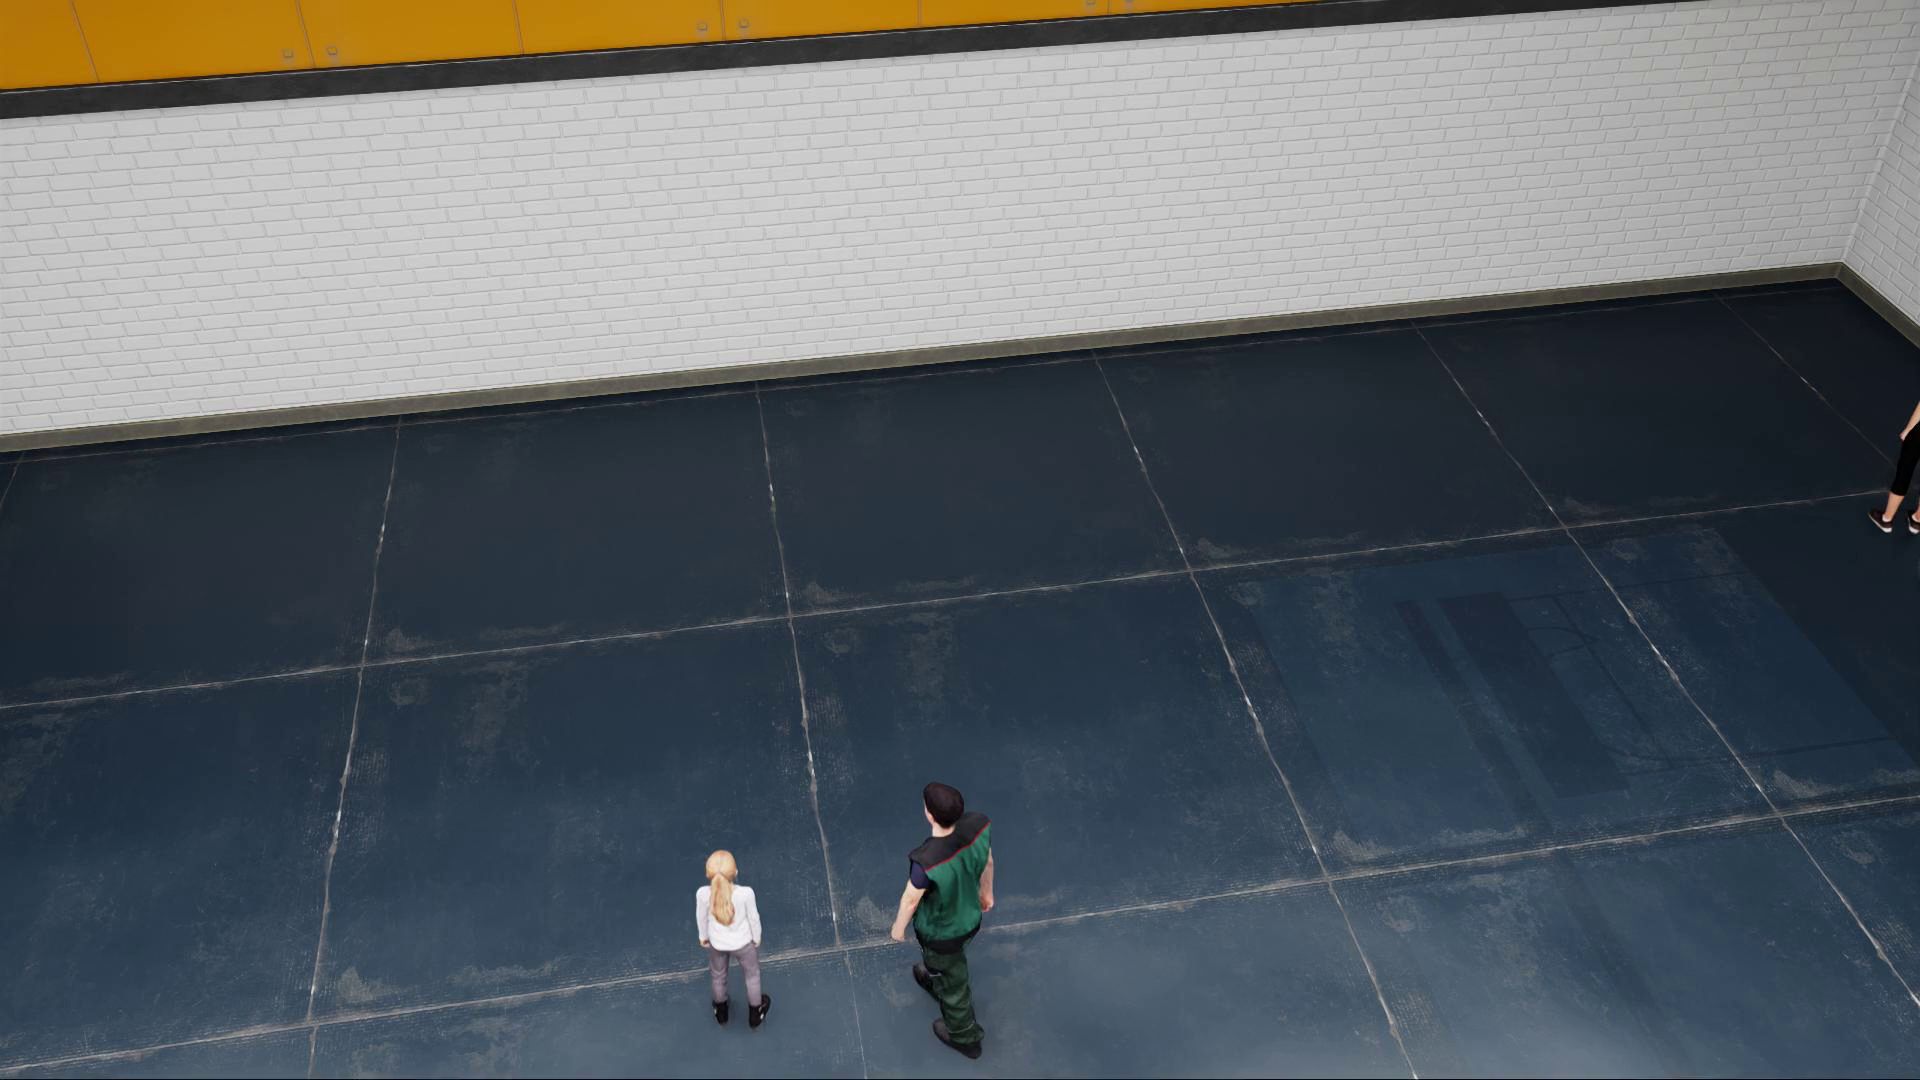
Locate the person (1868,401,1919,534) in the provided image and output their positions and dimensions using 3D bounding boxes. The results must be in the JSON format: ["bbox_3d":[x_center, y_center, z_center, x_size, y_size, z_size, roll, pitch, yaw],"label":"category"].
[{"bbox_3d":[7.246,-0.804,12.360,0.628,1.726,0.606,5,39,6],"label":"person"}]

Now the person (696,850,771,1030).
[{"bbox_3d":[-1.241,2.169,9.001,0.541,1.273,0.545,3,39,4],"label":"person"}]

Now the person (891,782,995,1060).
[{"bbox_3d":[0.007,2.038,8.682,1.031,1.876,0.966,24,45,27],"label":"person"}]
